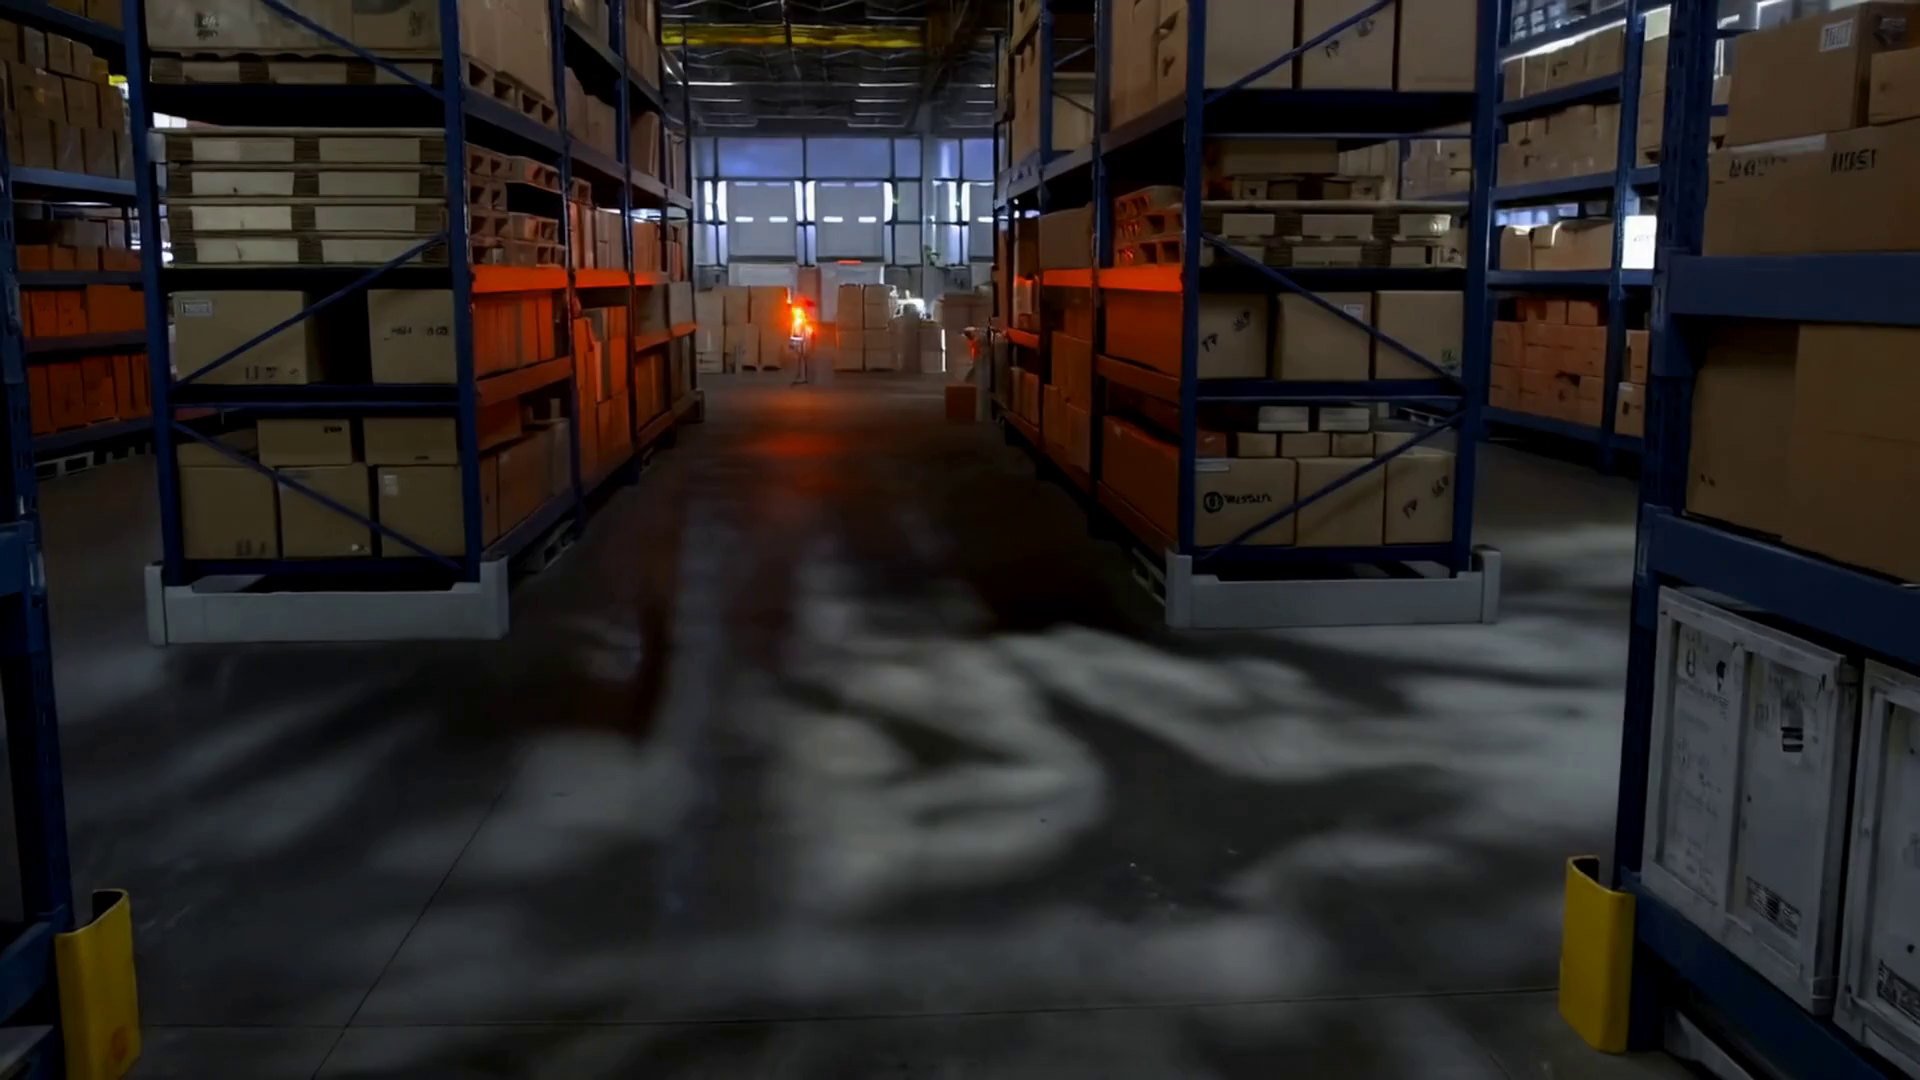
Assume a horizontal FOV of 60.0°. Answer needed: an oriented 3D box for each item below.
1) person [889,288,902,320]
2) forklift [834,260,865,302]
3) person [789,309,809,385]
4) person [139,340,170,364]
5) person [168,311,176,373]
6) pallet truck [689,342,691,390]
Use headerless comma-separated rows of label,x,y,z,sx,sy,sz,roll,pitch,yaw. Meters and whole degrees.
person,-2.301,-7.812,57.885,0.638,1.928,0.387,4,10,22
forklift,-3.397,-7.253,51.370,1.129,2.768,1.873,-1,9,-4
person,-3.471,-4.171,35.905,0.522,1.638,0.311,8,12,43
person,-15.974,-3.791,32.847,0.810,1.854,0.582,8,12,41
person,-16.773,-4.120,35.687,0.523,1.611,0.800,1,9,7
pallet truck,-5.225,-3.008,27.480,1.885,1.965,0.823,2,9,14
